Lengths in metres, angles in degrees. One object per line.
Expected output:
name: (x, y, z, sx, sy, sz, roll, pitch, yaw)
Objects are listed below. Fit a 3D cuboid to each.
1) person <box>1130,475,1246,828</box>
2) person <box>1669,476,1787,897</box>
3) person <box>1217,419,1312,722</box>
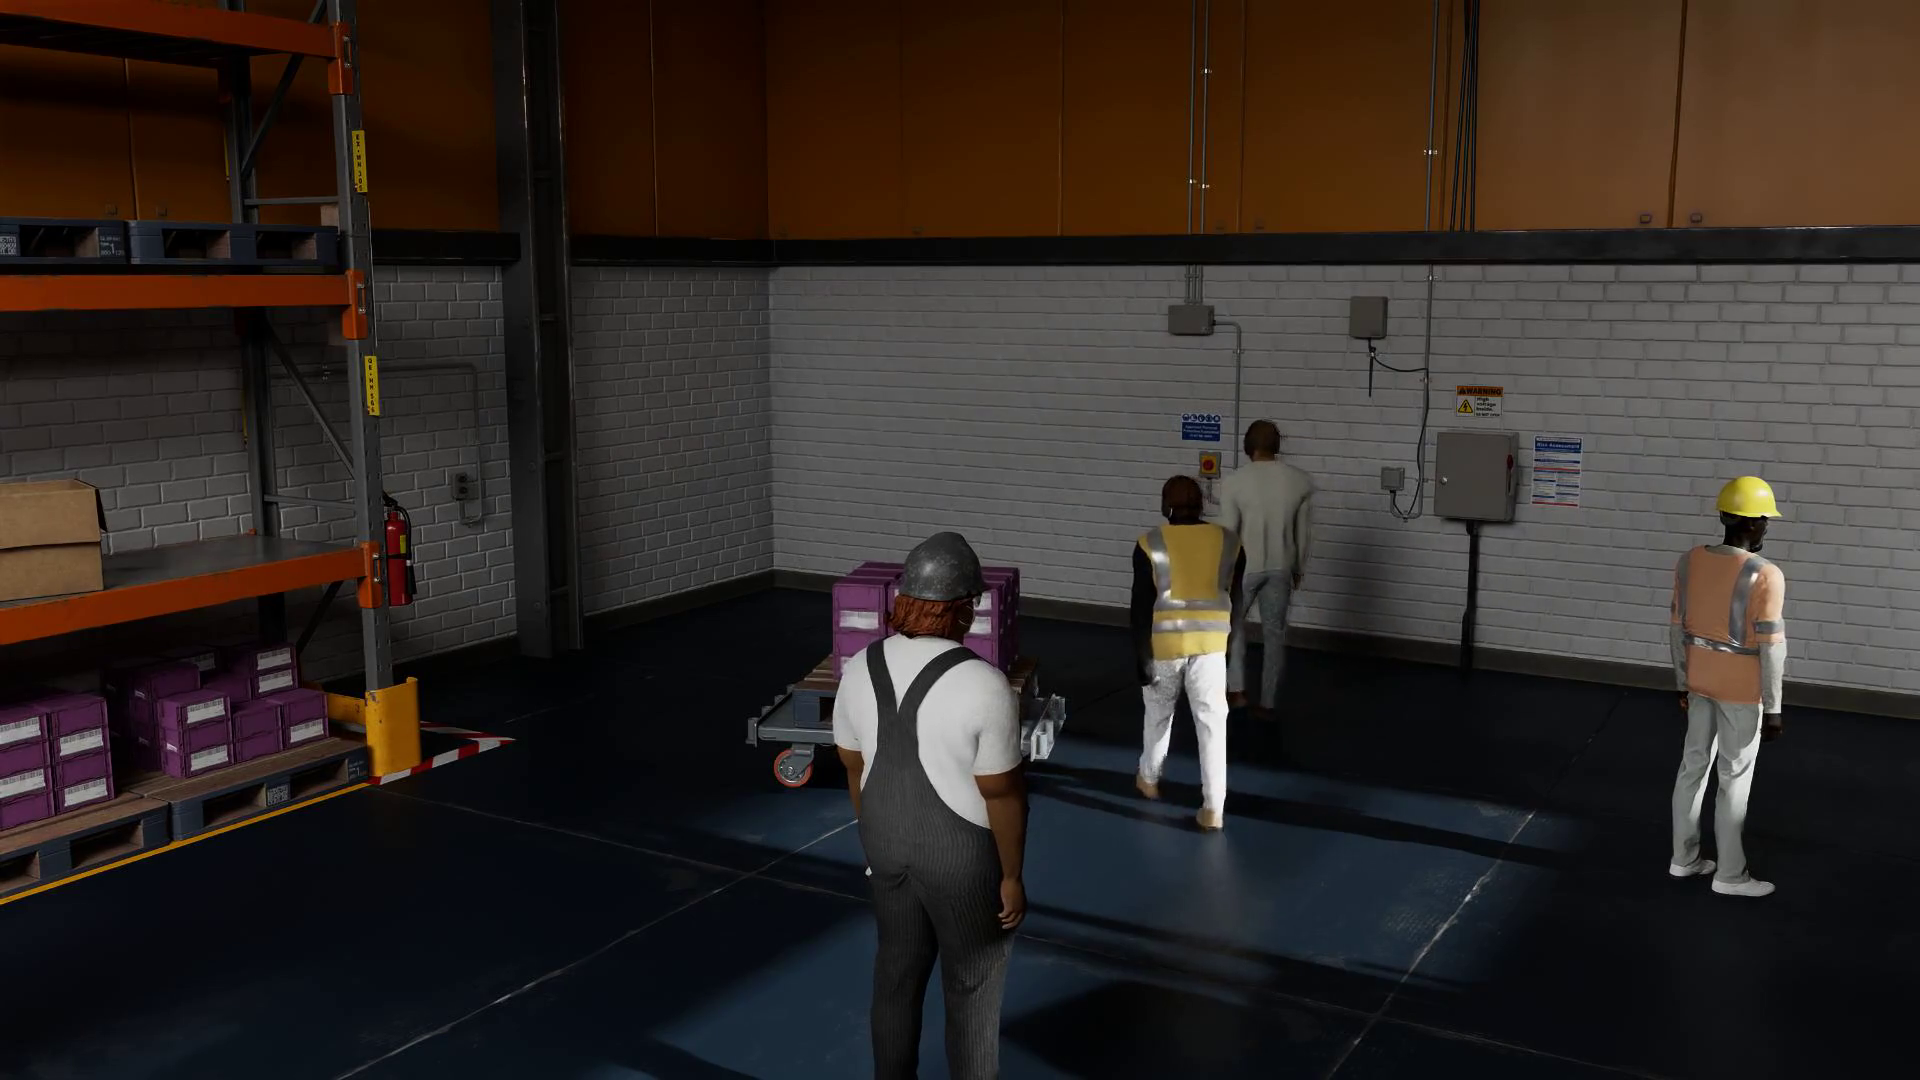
person: (1.196, 0.565, 8.709, 0.631, 1.794, 0.941, -1, 9, -7)
person: (3.522, 0.665, 7.619, 0.366, 1.926, 0.594, -4, 10, -22)
person: (1.919, 0.186, 10.653, 0.635, 1.919, 0.609, -1, 9, -6)
